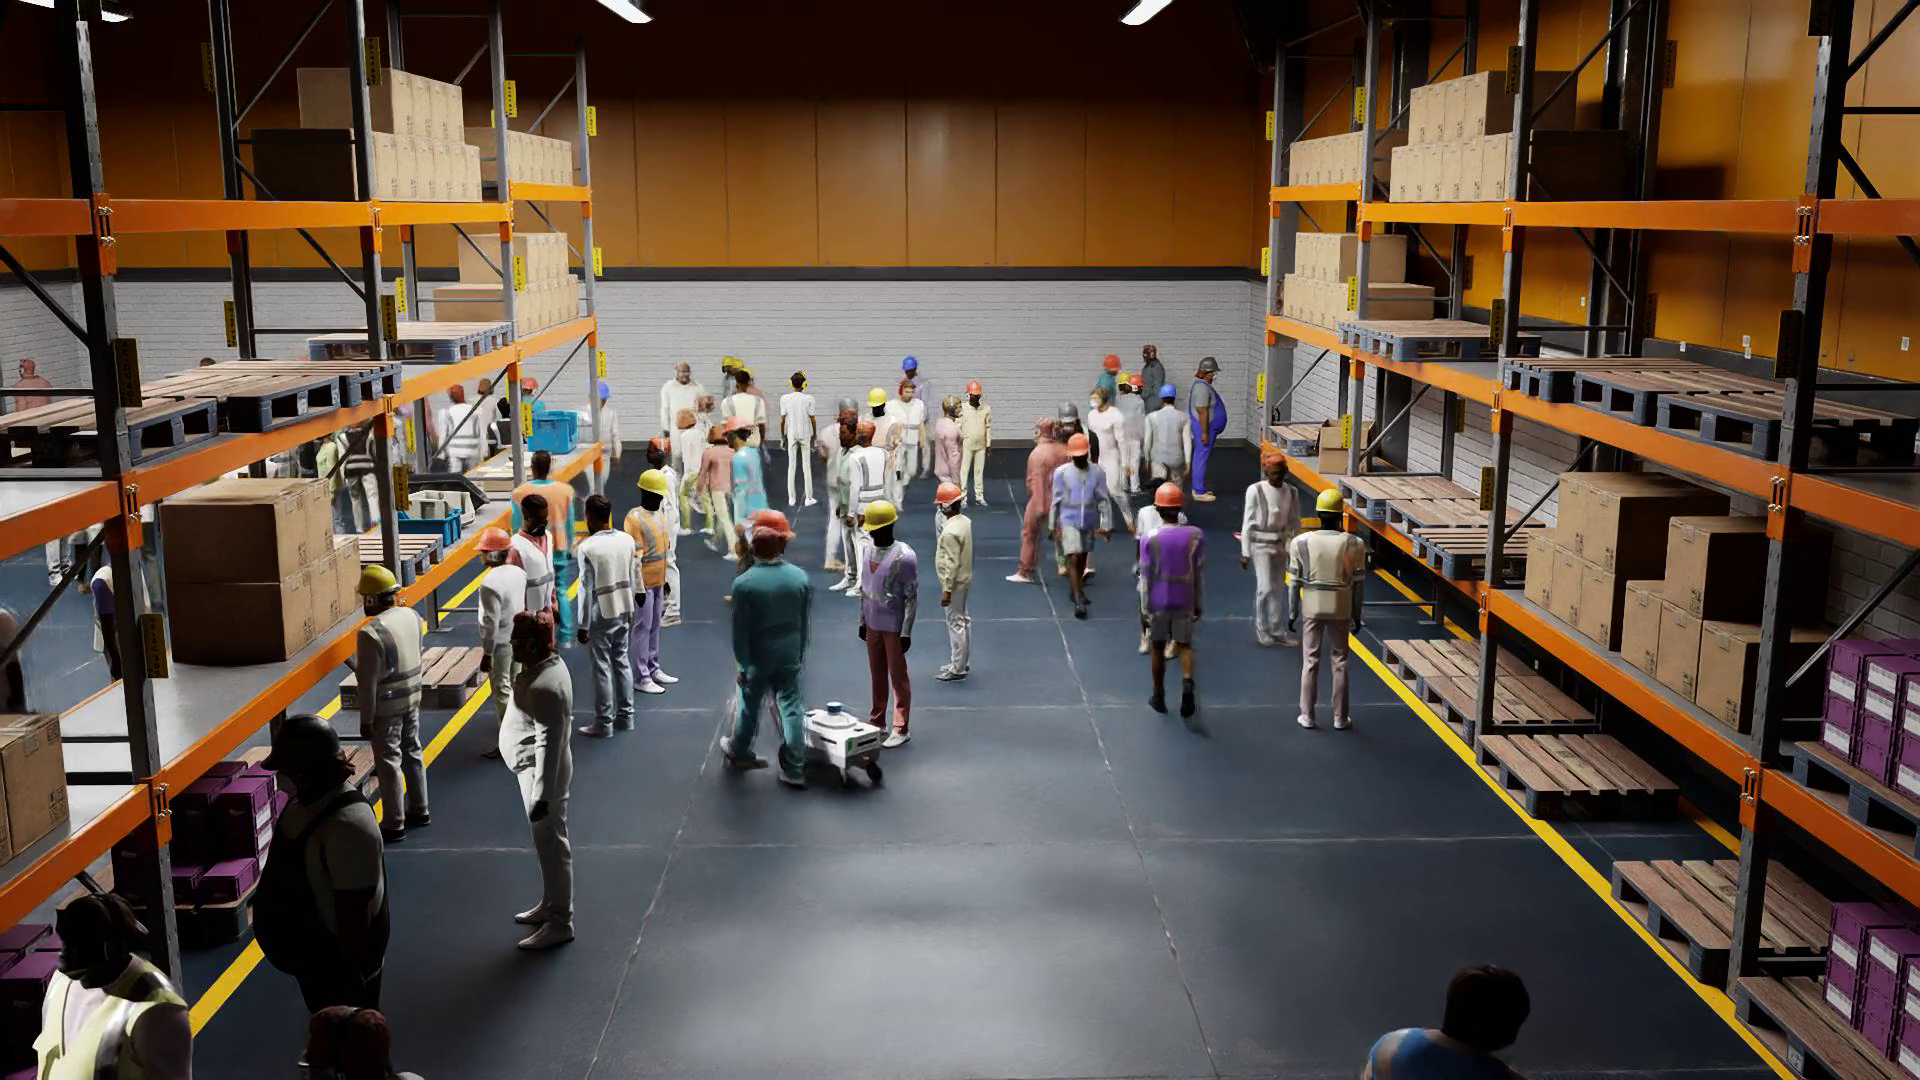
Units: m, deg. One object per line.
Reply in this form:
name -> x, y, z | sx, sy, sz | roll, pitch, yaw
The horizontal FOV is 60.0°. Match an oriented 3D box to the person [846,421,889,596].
person -> -0.990, -0.334, 17.704 | 0.348, 1.882, 0.584 | 9, 14, 37

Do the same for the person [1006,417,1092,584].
person -> 0.999, -0.411, 18.154 | 0.952, 1.869, 0.643 | 8, 14, 35

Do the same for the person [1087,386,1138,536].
person -> 1.917, -0.996, 20.980 | 0.579, 1.907, 0.681 | -9, 14, -38

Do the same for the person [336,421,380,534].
person -> -7.507, -0.816, 20.860 | 0.528, 1.609, 0.781 | -5, 12, -24

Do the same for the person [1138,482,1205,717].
person -> 1.713, 0.501, 13.417 | 0.552, 1.923, 0.695 | -1, 11, -6

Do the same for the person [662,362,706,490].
person -> -4.019, -1.665, 24.354 | 0.661, 1.890, 0.419 | -3, 12, -15

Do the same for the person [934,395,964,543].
person -> -0.115, -0.745, 19.623 | 0.371, 1.940, 0.627 | -3, 12, -15

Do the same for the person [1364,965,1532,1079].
person -> 1.541, 2.192, 5.200 | 0.434, 1.823, 0.693 | -9, 14, -37

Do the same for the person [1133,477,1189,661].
person -> 1.853, 0.248, 15.269 | 0.553, 1.684, 0.349 | 11, 15, 43

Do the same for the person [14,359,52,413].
person -> -13.713, -1.722, 24.603 | 0.403, 1.911, 0.637 | 3, 12, 16

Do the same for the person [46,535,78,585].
person -> -9.877, -0.377, 18.275 | 0.320, 1.740, 0.492 | 0, 11, 1

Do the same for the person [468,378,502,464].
person -> -7.085, -1.616, 24.840 | 0.509, 1.603, 0.783 | -2, 12, -12

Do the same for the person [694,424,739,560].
person -> -2.868, -0.578, 19.645 | 0.513, 1.584, 0.845 | -11, 15, -43

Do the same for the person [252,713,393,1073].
person -> -2.721, 1.702, 7.098 | 0.536, 2.000, 0.684 | -9, 14, -37

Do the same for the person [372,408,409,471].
person -> -7.362, -1.034, 21.572 | 0.486, 1.743, 0.299 | 4, 12, 18

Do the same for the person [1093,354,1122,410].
person -> 2.225, -1.855, 25.171 | 0.533, 1.942, 0.651 | 1, 11, 5

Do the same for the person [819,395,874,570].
person -> -1.291, -0.684, 19.063 | 0.691, 2.000, 0.947 | 3, 12, 15

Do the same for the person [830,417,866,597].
person -> -1.139, -0.364, 17.763 | 0.391, 1.920, 0.587 | -7, 13, -32

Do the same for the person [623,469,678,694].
person -> -2.636, 0.342, 14.226 | 0.380, 1.917, 0.586 | 2, 12, 12

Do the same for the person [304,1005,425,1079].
person -> -1.691, 2.234, 4.771 | 0.399, 1.908, 0.643 | 0, 11, 0

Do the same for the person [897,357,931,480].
person -> -0.730, -1.809, 25.086 | 0.607, 1.890, 0.984 | 6, 13, 28

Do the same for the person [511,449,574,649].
person -> -3.869, 0.106, 15.447 | 0.604, 1.901, 0.479 | -5, 12, -24

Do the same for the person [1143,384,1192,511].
person -> 2.646, -1.037, 21.226 | 0.624, 1.898, 0.997 | 3, 12, 12

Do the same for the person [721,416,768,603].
person -> -2.085, -0.276, 17.178 | 0.792, 1.999, 0.664 | 1, 11, 3

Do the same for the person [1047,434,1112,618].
person -> 1.236, -0.168, 16.946 | 0.628, 1.865, 1.020 | -2, 11, -10

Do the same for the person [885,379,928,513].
person -> -0.783, -1.311, 22.780 | 0.602, 1.816, 0.634 | -5, 12, -23

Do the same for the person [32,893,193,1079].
person -> -2.886, 2.082, 5.688 | 0.625, 1.846, 0.429 | 6, 13, 28

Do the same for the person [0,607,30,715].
person -> -6.373, 1.042, 10.640 | 0.616, 1.935, 0.805 | 5, 12, 25

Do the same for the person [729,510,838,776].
person -> -1.287, 0.743, 12.104 | 0.950, 1.949, 0.636 | 1, 11, 5

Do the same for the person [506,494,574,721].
person -> -3.358, 0.570, 13.118 | 0.408, 1.909, 0.592 | 3, 12, 14

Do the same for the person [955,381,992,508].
person -> 0.189, -1.322, 22.984 | 0.562, 1.752, 0.324 | -5, 12, -24
